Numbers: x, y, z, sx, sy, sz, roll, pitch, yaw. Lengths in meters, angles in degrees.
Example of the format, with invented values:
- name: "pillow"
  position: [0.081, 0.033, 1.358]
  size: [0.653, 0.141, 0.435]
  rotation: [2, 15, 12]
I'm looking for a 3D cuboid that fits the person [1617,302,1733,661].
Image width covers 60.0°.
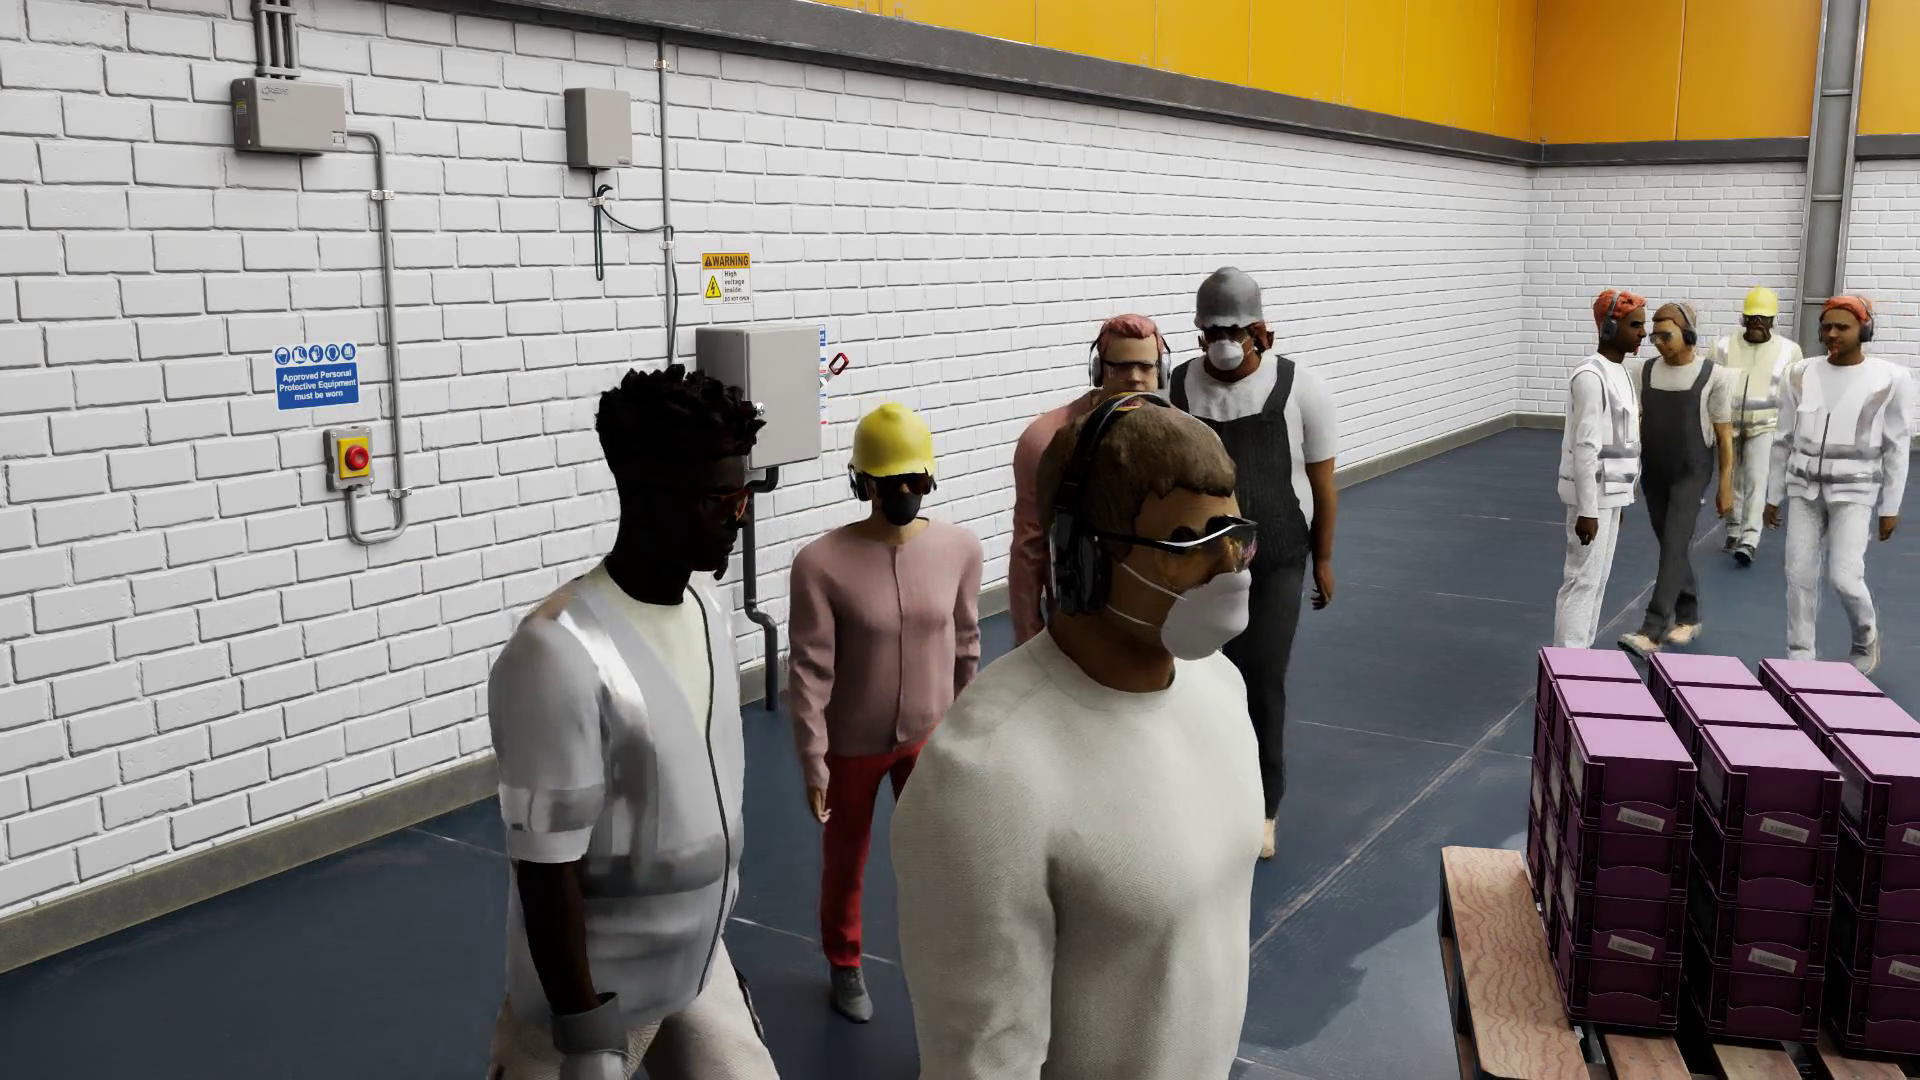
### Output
- name: "person"
  position: [3.567, -0.293, 8.392]
  size: [1.023, 1.782, 0.506]
  rotation: [-9, 14, -41]

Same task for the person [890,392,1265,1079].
- name: "person"
  position: [0.164, 0.792, 1.960]
  size: [0.354, 1.937, 0.635]
  rotation: [6, 12, 32]

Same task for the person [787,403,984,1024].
- name: "person"
  position: [-0.182, 0.503, 4.183]
  size: [0.533, 1.707, 0.926]
  rotation: [-4, 11, -19]

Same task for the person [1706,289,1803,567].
- name: "person"
  position: [5.134, -0.739, 10.882]
  size: [0.596, 1.781, 0.939]
  rotation: [7, 12, 34]

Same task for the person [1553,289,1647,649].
- name: "person"
  position: [2.877, -0.179, 7.492]
  size: [0.339, 1.882, 0.584]
  rotation: [6, 12, 32]

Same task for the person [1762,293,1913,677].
- name: "person"
  position: [4.054, -0.201, 7.679]
  size: [0.503, 1.872, 0.580]
  rotation: [-8, 13, -38]

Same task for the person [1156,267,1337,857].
- name: "person"
  position: [0.902, 0.058, 5.748]
  size: [0.714, 2.000, 0.800]
  rotation: [4, 11, 21]

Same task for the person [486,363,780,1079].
- name: "person"
  position: [-0.667, 0.663, 2.772]
  size: [0.957, 1.934, 0.621]
  rotation: [4, 11, 22]

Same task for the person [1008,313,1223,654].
- name: "person"
  position: [0.476, 0.280, 4.920]
  size: [0.662, 1.891, 0.427]
  rotation: [0, 10, -3]
